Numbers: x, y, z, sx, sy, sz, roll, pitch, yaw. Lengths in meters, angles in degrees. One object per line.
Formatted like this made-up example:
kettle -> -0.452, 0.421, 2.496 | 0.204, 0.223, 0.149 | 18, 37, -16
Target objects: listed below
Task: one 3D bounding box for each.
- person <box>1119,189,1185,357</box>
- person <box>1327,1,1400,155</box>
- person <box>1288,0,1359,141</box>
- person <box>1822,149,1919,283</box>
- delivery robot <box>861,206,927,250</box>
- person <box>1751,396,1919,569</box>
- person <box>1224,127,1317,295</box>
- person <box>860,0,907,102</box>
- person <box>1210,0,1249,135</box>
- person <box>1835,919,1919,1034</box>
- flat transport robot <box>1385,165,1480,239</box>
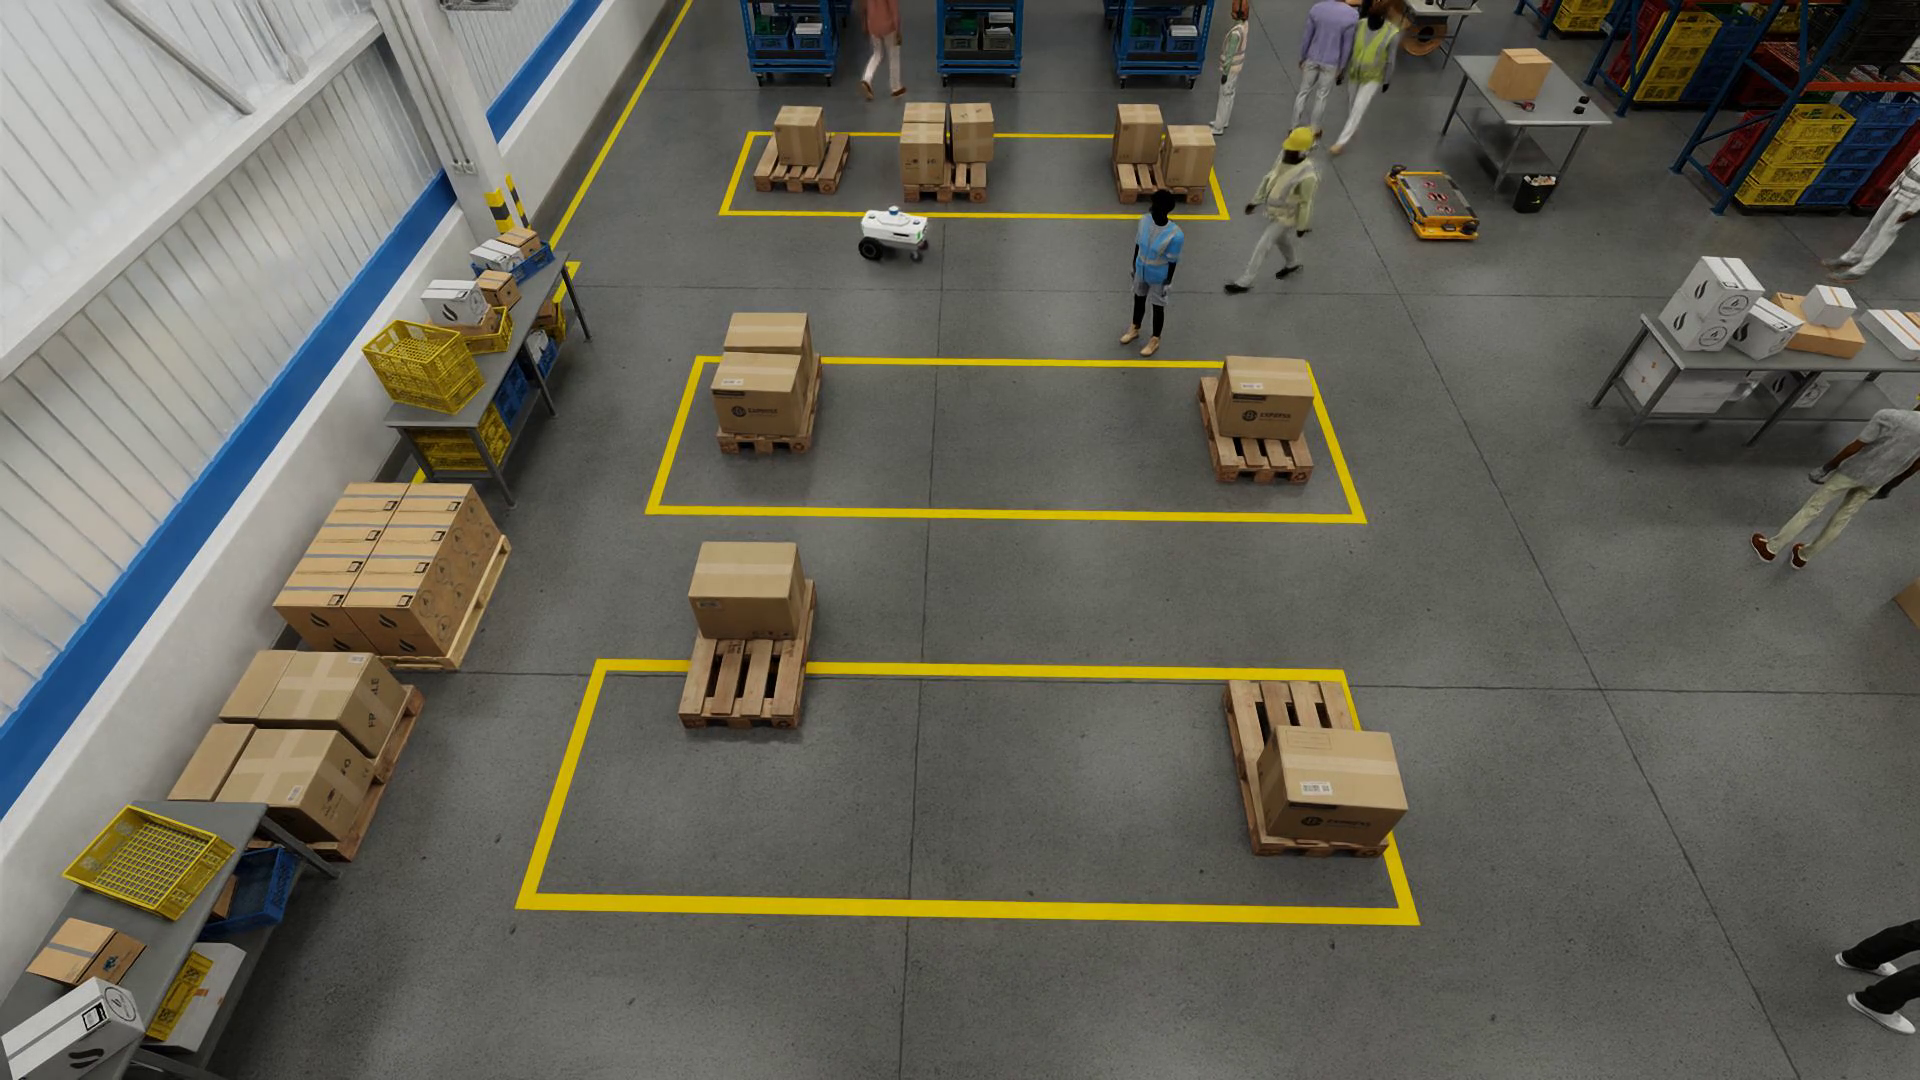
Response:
person -> 1.843, -2.557, 8.797 | 0.319, 1.690, 0.530 | -33, 57, -25
person -> 5.076, -5.858, 11.605 | 0.924, 1.774, 0.650 | -34, 57, -26
person -> 4.638, -6.126, 11.727 | 0.627, 1.933, 0.372 | 27, 54, 22
person -> 9.889, -3.593, 9.567 | 0.337, 1.879, 0.584 | 11, 50, 9
delivery robot -> -0.733, -3.510, 10.307 | 0.707, 0.478, 0.477 | 11, 50, 9
person -> 6.765, -0.492, 6.888 | 0.514, 1.876, 0.328 | 17, 51, 14
person -> 3.362, -3.409, 9.474 | 0.934, 1.793, 0.584 | -7, 50, -6
person -> -1.101, -6.957, 12.435 | 0.637, 1.957, 0.738 | 25, 53, 20
person -> 3.518, -6.138, 11.934 | 0.313, 1.634, 0.514 | 19, 52, 16
person -> 5.341, 2.007, 4.711 | 0.391, 1.896, 0.587 | 18, 51, 15
flat transport robot -> 5.692, -4.094, 11.059 | 0.652, 0.197, 1.431 | 1, 49, 1
